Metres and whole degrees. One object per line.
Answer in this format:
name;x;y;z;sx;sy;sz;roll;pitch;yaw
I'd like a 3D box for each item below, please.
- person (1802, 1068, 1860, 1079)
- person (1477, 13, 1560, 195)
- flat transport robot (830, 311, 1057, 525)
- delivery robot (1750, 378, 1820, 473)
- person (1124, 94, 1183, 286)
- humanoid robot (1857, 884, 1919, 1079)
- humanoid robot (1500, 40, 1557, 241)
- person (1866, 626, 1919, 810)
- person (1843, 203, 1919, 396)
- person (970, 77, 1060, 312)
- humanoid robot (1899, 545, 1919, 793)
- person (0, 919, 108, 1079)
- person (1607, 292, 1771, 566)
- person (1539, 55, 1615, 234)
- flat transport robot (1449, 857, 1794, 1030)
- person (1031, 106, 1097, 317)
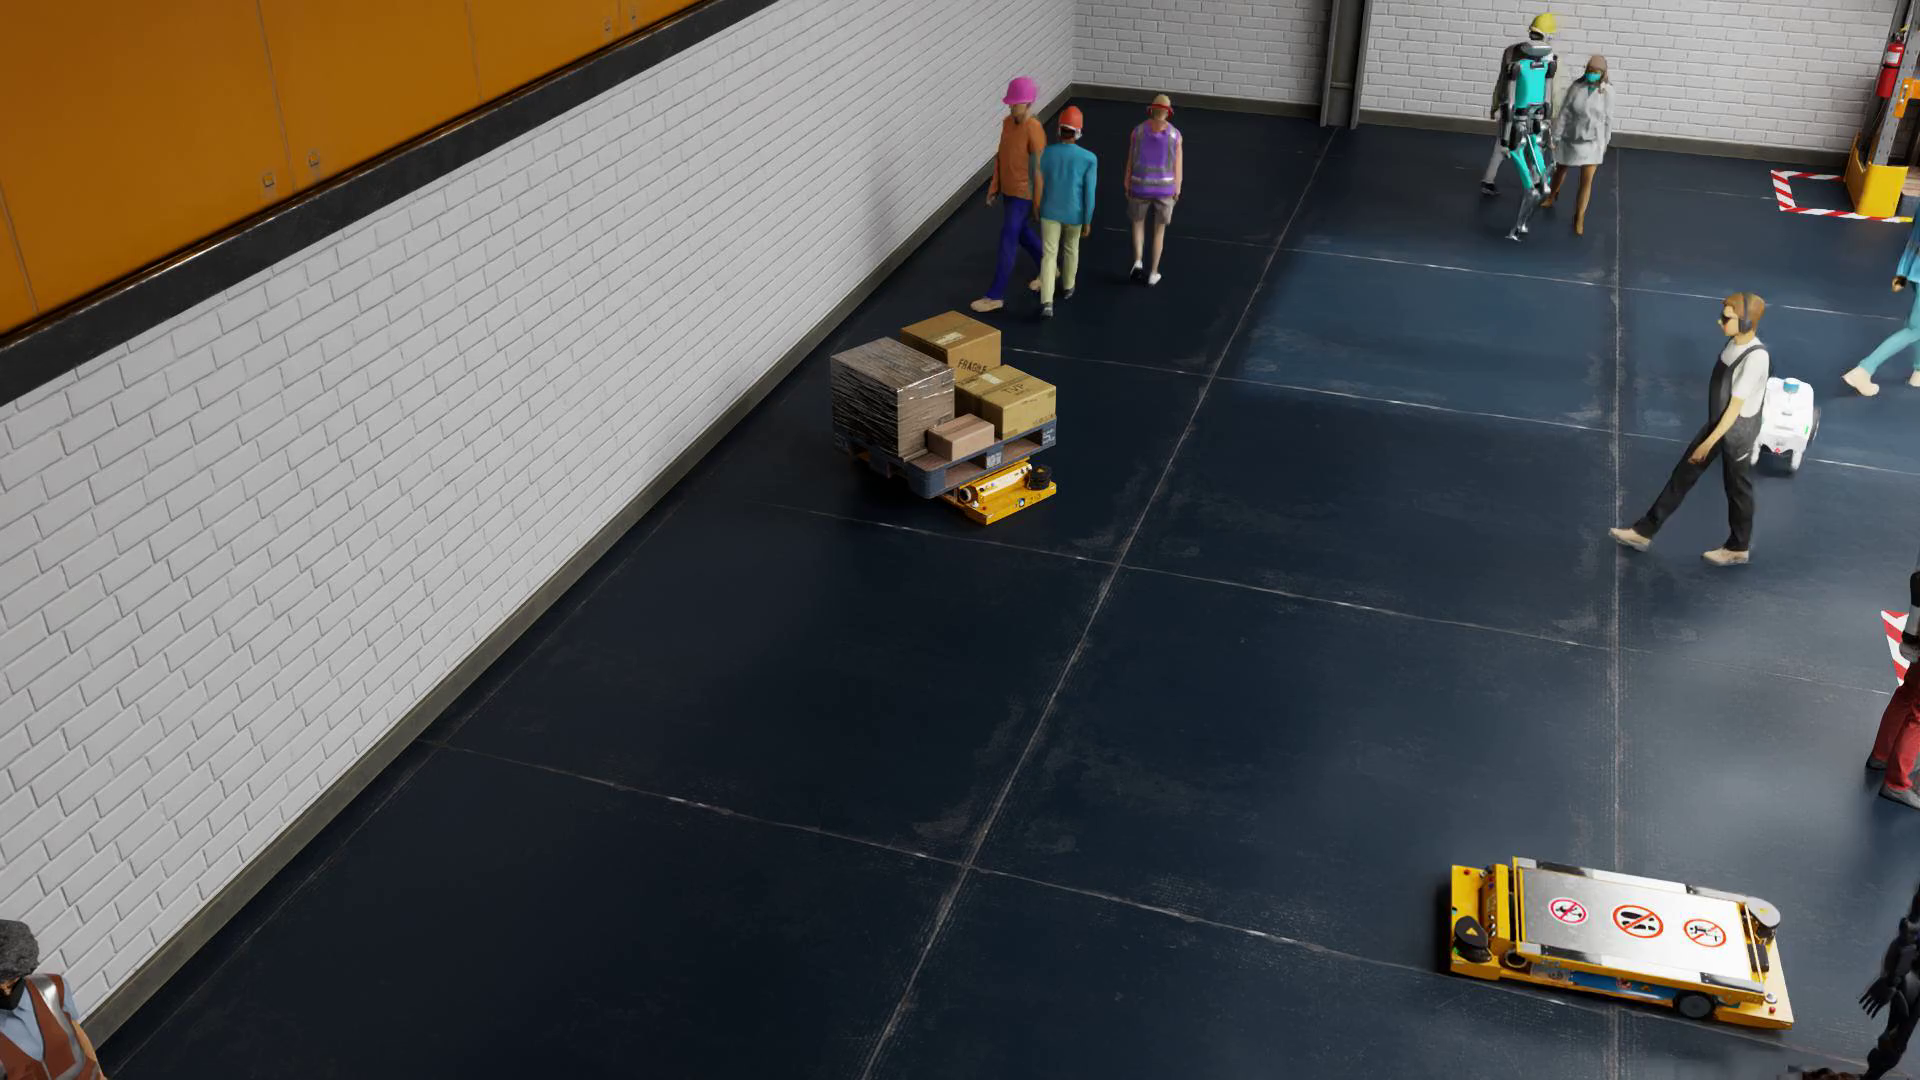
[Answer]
person;2.422;2.310;5.100;0.462;1.884;0.559;17;35;27
person;5.604;-4.285;16.425;0.790;1.787;0.631;-25;38;-35
flat transport robot;-0.067;-0.537;11.539;0.659;0.231;1.431;-25;38;-35
delivery robot;5.850;-0.868;11.830;0.499;0.605;0.781;13;33;21
person;1.661;-3.005;14.336;0.495;1.680;0.391;7;31;12
humanoid robot;3.825;1.650;6.431;0.603;1.642;0.329;-3;31;-4
humanoid robot;5.346;-3.648;15.403;0.548;1.800;0.789;-12;33;-20
person;4.918;0.524;8.256;0.314;1.767;0.534;7;31;12
person;7.198;-1.941;12.385;0.900;1.835;0.526;1;30;1
person;0.507;-2.933;13.965;0.956;1.949;0.516;-15;34;-23
humanoid robot;5.066;0.517;8.318;0.536;1.795;0.783;-16;34;-25
person;-3.184;2.004;5.811;0.299;1.687;0.456;18;35;28
person;4.605;-0.656;10.236;0.954;1.796;0.529;0;30;1
person;5.887;-3.828;15.812;0.562;1.622;0.813;15;33;23
flat transport robot;2.972;1.805;7.555;1.431;0.231;0.659;8;31;13
person;0.846;-2.742;13.867;0.563;1.710;0.891;5;31;8
